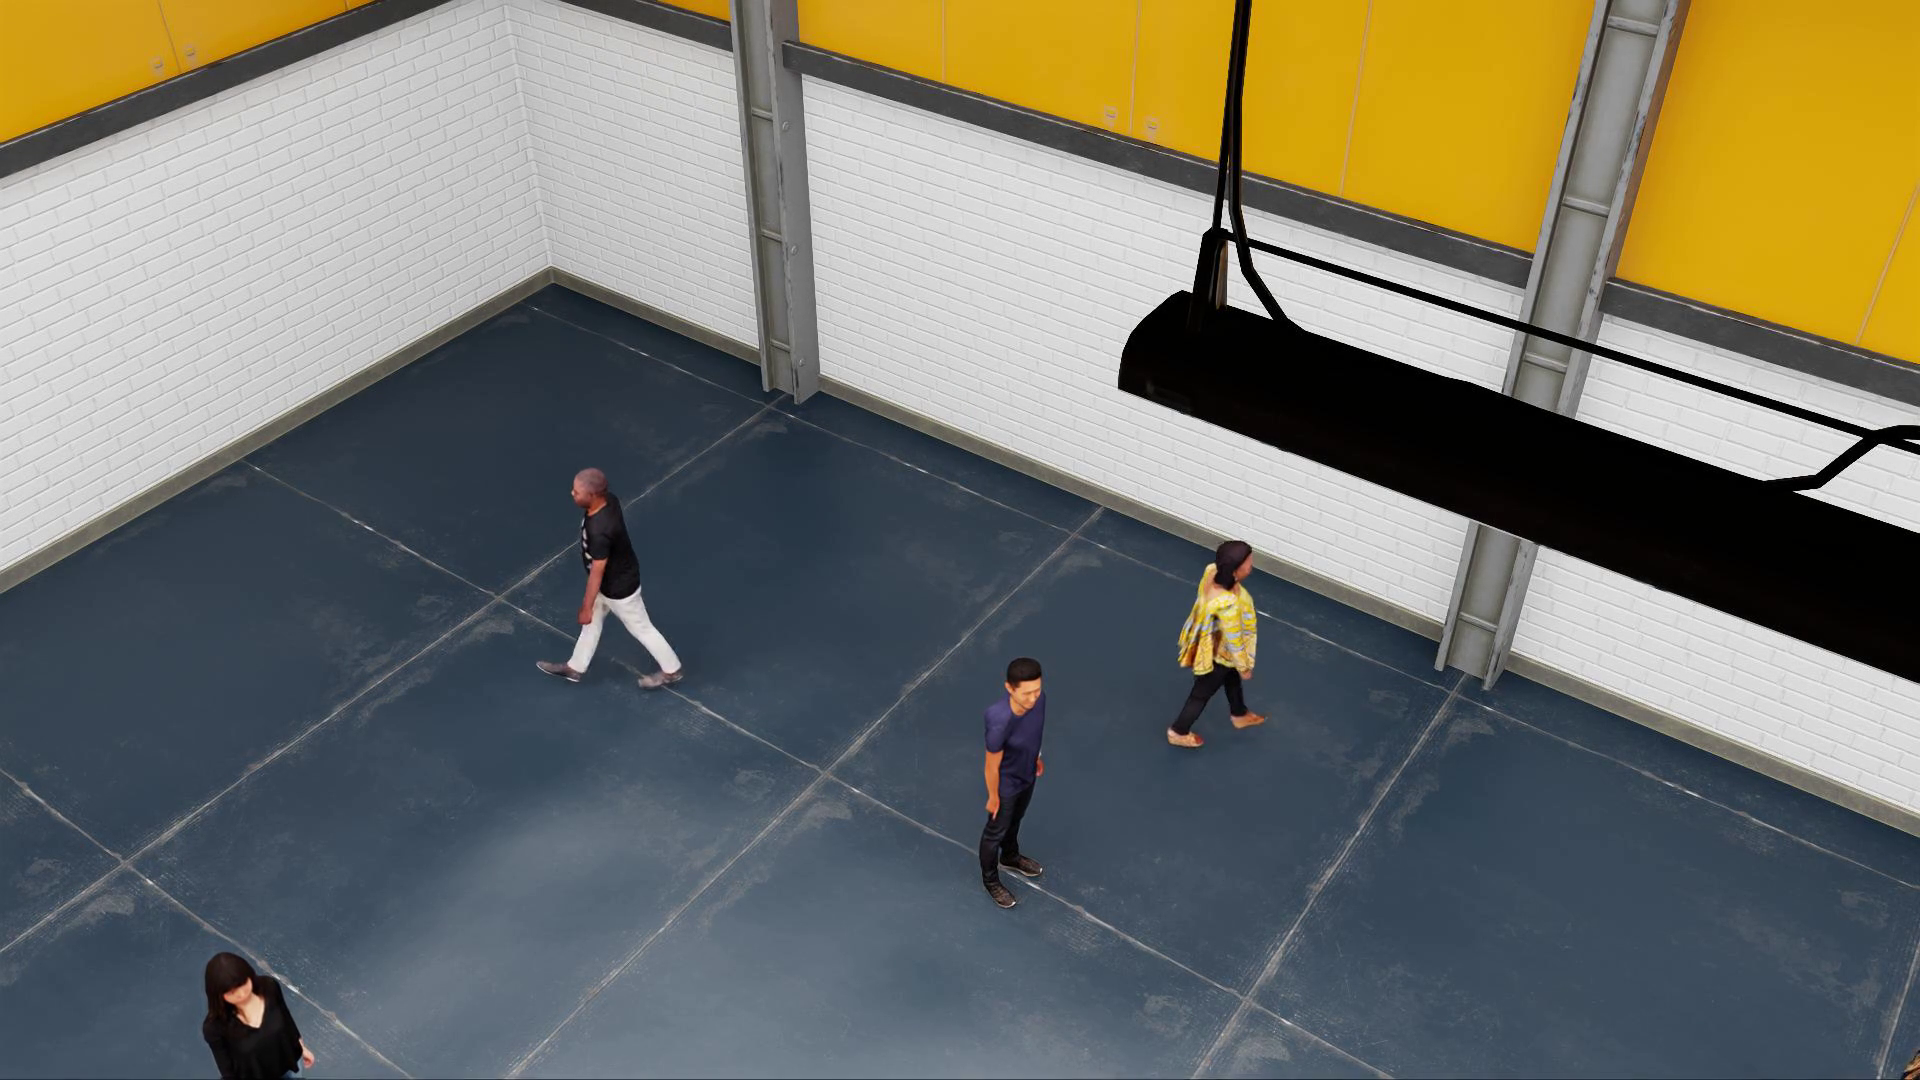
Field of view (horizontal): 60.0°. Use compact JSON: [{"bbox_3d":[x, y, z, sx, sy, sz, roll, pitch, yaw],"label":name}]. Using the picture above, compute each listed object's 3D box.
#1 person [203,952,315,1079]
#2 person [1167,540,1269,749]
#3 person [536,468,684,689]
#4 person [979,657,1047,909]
[{"bbox_3d":[-3.341,2.522,7.997,0.514,1.646,0.554,25,45,28],"label":"person"},{"bbox_3d":[1.510,0.690,10.305,1.071,1.628,0.982,0,39,0],"label":"person"},{"bbox_3d":[-2.123,0.300,10.693,1.232,1.754,1.183,-7,39,-9],"label":"person"},{"bbox_3d":[0.290,1.319,9.391,0.517,1.787,0.635,25,45,28],"label":"person"}]
